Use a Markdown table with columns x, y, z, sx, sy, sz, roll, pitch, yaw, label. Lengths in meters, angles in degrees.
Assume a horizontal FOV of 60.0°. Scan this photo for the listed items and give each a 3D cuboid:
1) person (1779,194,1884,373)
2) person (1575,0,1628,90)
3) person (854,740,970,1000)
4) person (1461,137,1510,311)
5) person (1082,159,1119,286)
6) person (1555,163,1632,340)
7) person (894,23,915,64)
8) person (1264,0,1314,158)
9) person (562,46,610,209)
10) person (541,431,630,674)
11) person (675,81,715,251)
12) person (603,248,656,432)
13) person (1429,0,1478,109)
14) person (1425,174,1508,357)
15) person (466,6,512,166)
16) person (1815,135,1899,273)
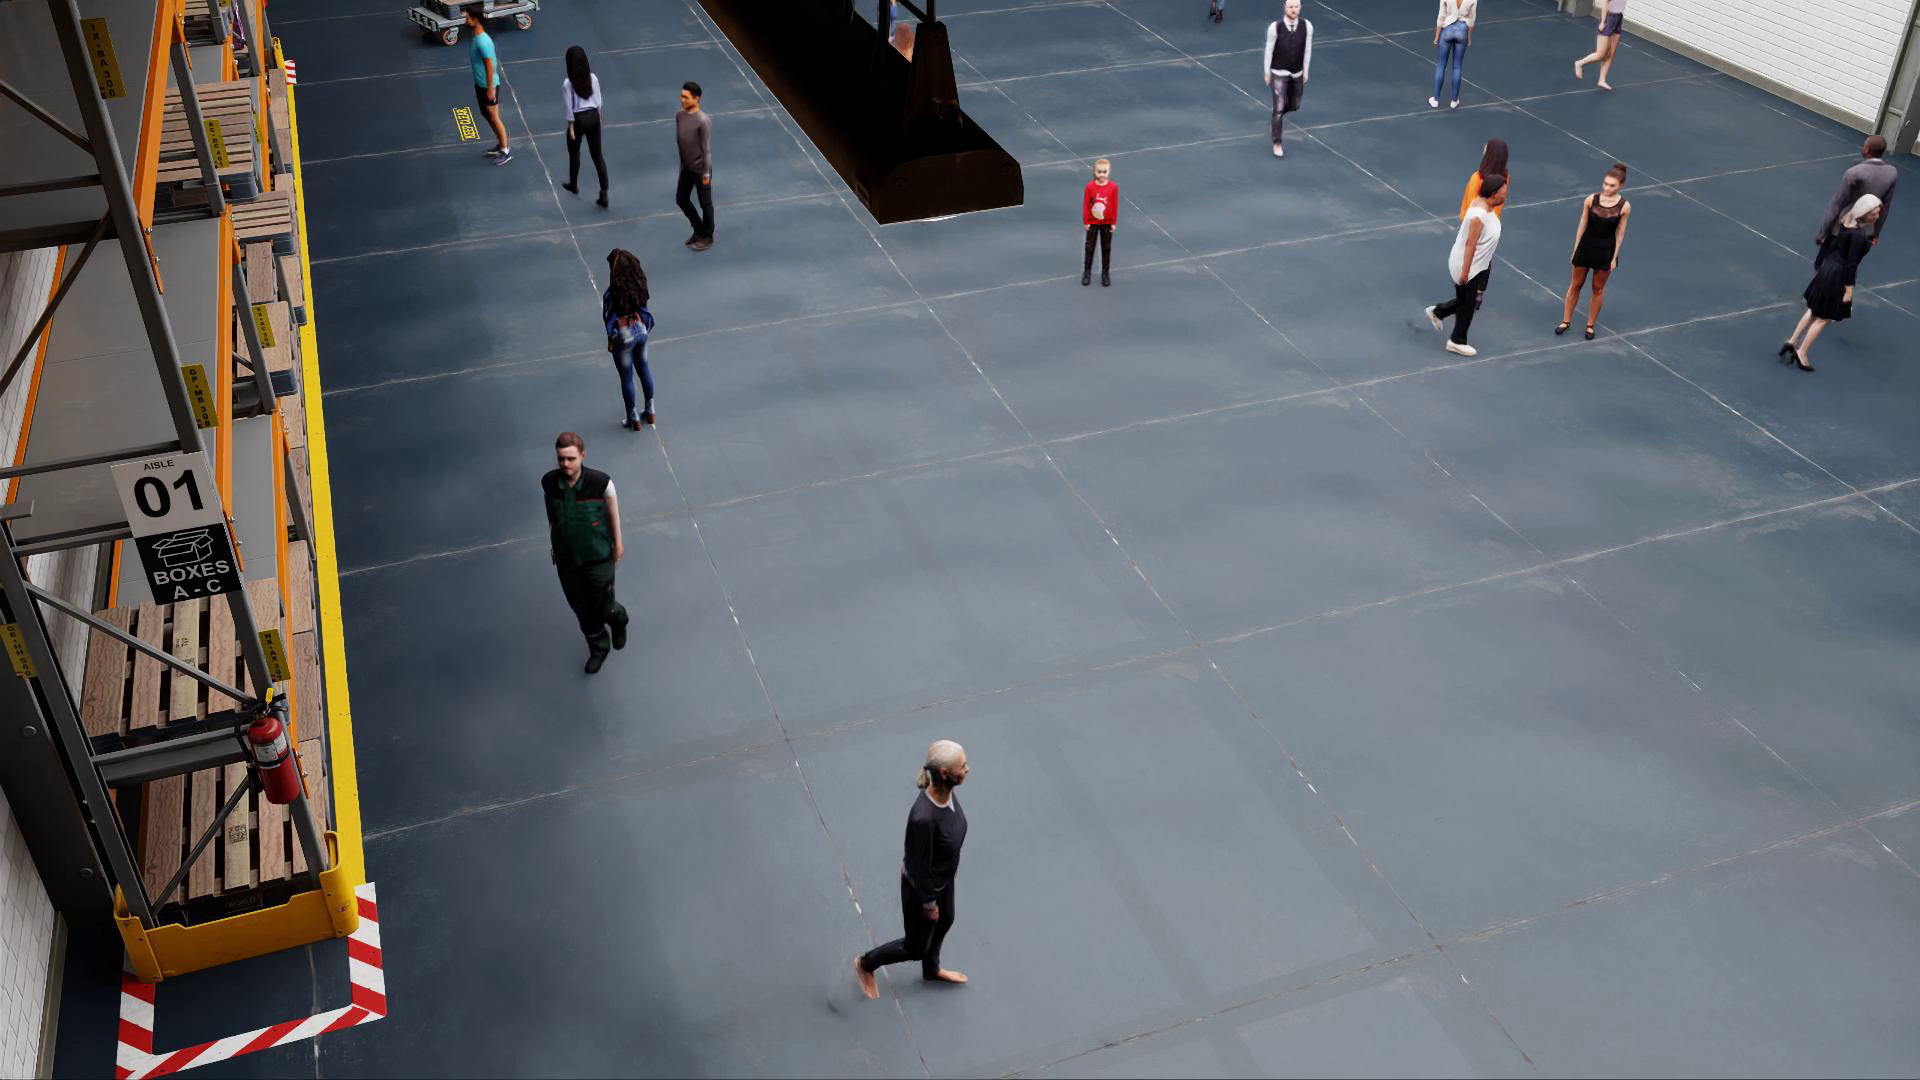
| x | y | z | sx | sy | sz | roll | pitch | yaw | label |
| --- | --- | --- | --- | --- | --- | --- | --- | --- | --- |
| 7.714 | -2.284 | 14.756 | 0.889 | 1.718 | 0.776 | -1 | 34 | -2 | person |
| 8.281 | -6.638 | 21.381 | 0.713 | 1.635 | 0.843 | -21 | 39 | -28 | person |
| -0.228 | 1.737 | 8.717 | 0.938 | 1.706 | 0.898 | 11 | 35 | 16 | person |
| 4.943 | -2.984 | 15.782 | 0.660 | 1.748 | 0.619 | -19 | 38 | -26 | person |
| 1.389 | -3.155 | 16.459 | 0.545 | 1.282 | 0.568 | 0 | 34 | -1 | person |
| 5.890 | -2.679 | 15.381 | 0.672 | 1.684 | 0.738 | 16 | 37 | 23 | person |
| -0.604 | -4.953 | 18.838 | 0.737 | 1.643 | 1.165 | -5 | 34 | -7 | person |
| 3.811 | -5.456 | 19.451 | 0.842 | 1.803 | 1.088 | -3 | 34 | -4 | person |
| -4.002 | -4.428 | 17.983 | 0.920 | 1.716 | 1.106 | -28 | 43 | -35 | person |
| -2.495 | 0.042 | 11.152 | 0.798 | 1.833 | 0.865 | 4 | 34 | 7 | person |
| -2.635 | -3.849 | 17.069 | 0.825 | 1.763 | 0.709 | -3 | 34 | -4 | person |
| -2.774 | -1.696 | 13.956 | 0.702 | 1.625 | 0.691 | 26 | 41 | 33 | person |
| 6.158 | -6.271 | 20.753 | 0.686 | 1.719 | 0.686 | 5 | 34 | 8 | person |
| 4.626 | -2.545 | 15.192 | 0.960 | 1.669 | 0.901 | 16 | 37 | 22 | person |
| -5.421 | -5.255 | 19.178 | 0.734 | 1.770 | 0.497 | -20 | 39 | -28 | person |
| 8.359 | -2.845 | 15.528 | 0.861 | 1.797 | 0.939 | -3 | 34 | -5 | person |
